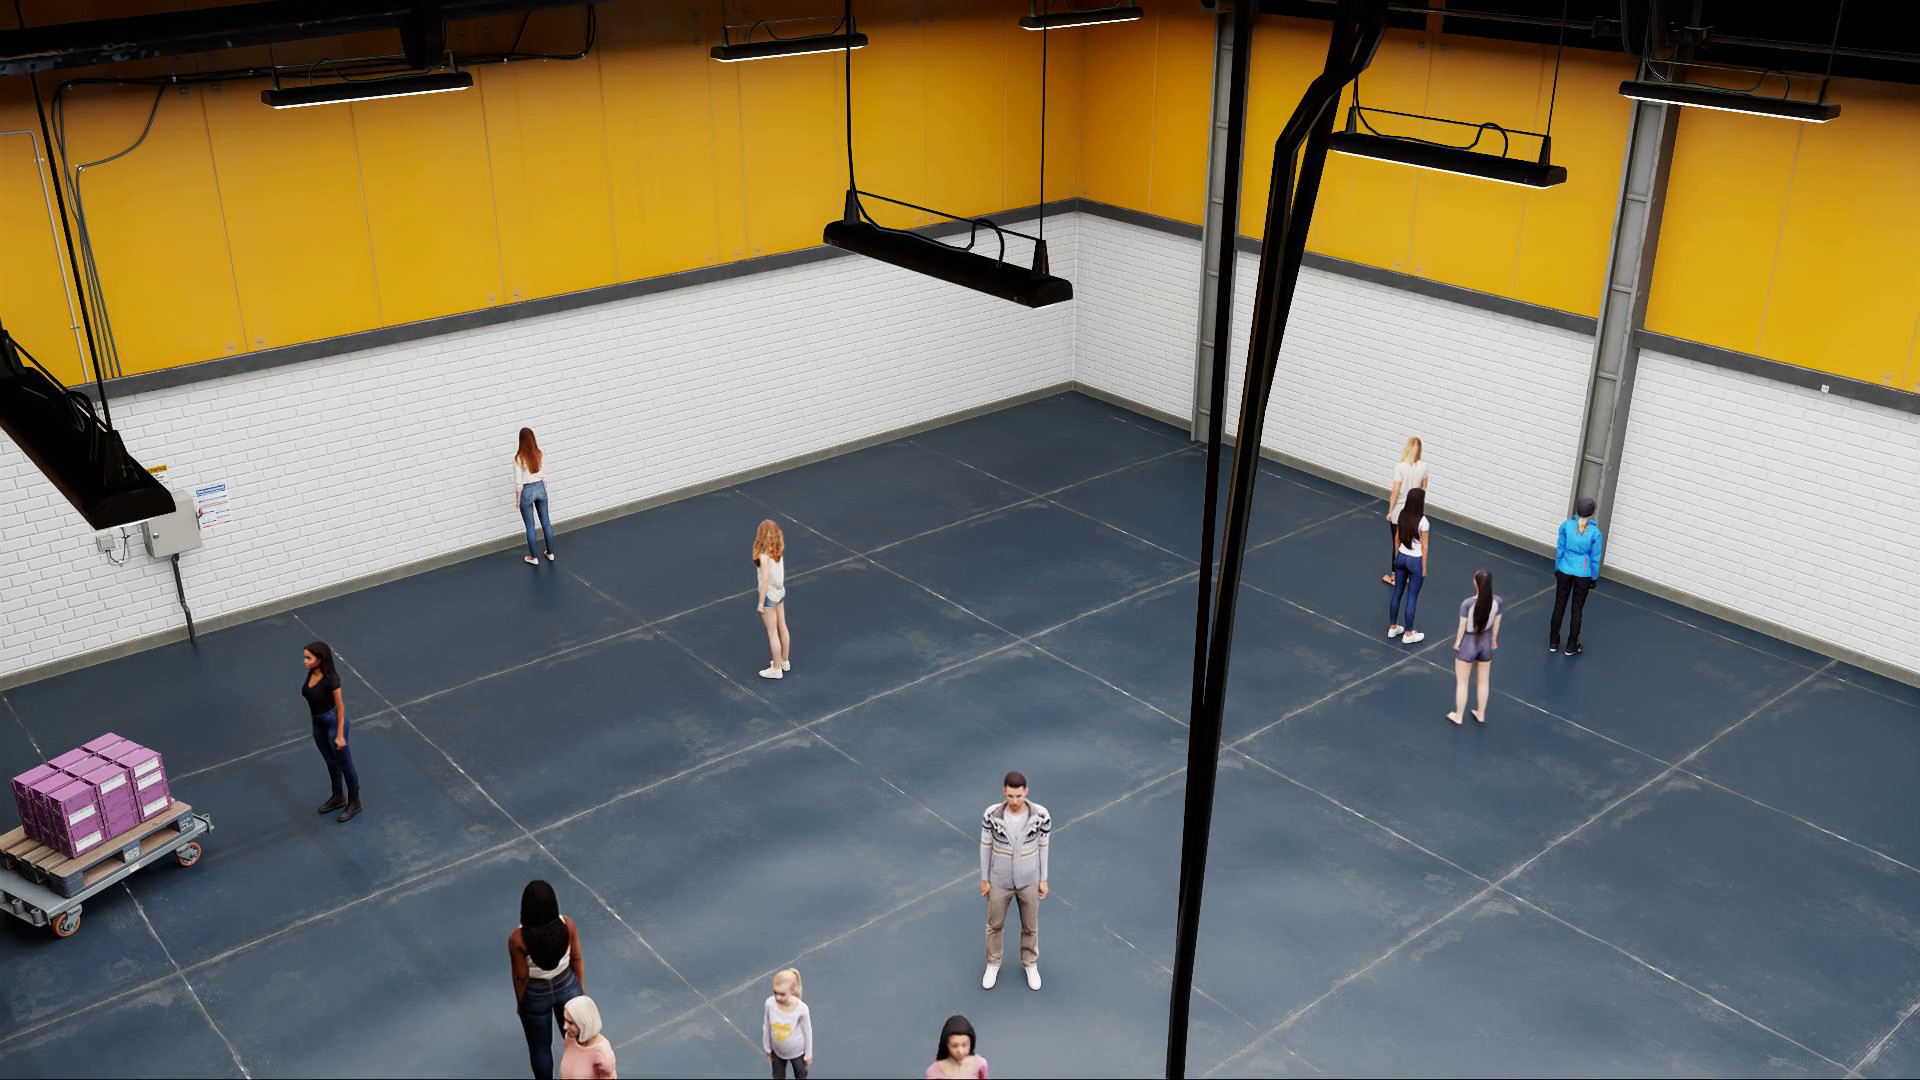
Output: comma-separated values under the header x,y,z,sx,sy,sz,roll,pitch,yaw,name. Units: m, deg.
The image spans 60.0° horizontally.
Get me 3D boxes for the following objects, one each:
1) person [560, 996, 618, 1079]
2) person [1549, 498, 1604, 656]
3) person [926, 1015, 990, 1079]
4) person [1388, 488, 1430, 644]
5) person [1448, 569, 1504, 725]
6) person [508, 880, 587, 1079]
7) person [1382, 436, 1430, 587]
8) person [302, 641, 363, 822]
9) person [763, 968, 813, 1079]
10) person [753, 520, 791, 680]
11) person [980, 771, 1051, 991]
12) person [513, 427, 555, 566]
x,y,z,sx,sy,sz,roll,pitch,yaw,name
-2.326,3.596,10.539,0.538,1.725,0.710,17,29,34,person
6.584,0.376,17.815,0.523,1.797,0.718,18,29,35,person
-0.030,3.648,10.411,0.729,1.733,0.867,-7,25,-16,person
4.888,0.264,18.099,0.672,1.774,0.496,-14,27,-29,person
5.102,1.056,16.443,0.671,1.650,0.676,-4,24,-9,person
-2.828,3.136,11.487,0.705,1.808,0.684,-11,26,-23,person
5.217,-0.335,19.407,0.687,1.825,0.693,-4,24,-10,person
-5.634,1.682,14.899,0.548,1.740,0.669,15,28,31,person
-1.165,3.475,11.373,0.552,1.278,0.633,6,24,14,person
-1.939,0.608,17.332,0.652,1.759,0.644,10,26,22,person
0.417,2.568,12.722,0.762,1.861,0.797,0,24,0,person
-5.136,-0.544,20.005,0.574,1.728,0.502,-17,29,-34,person
